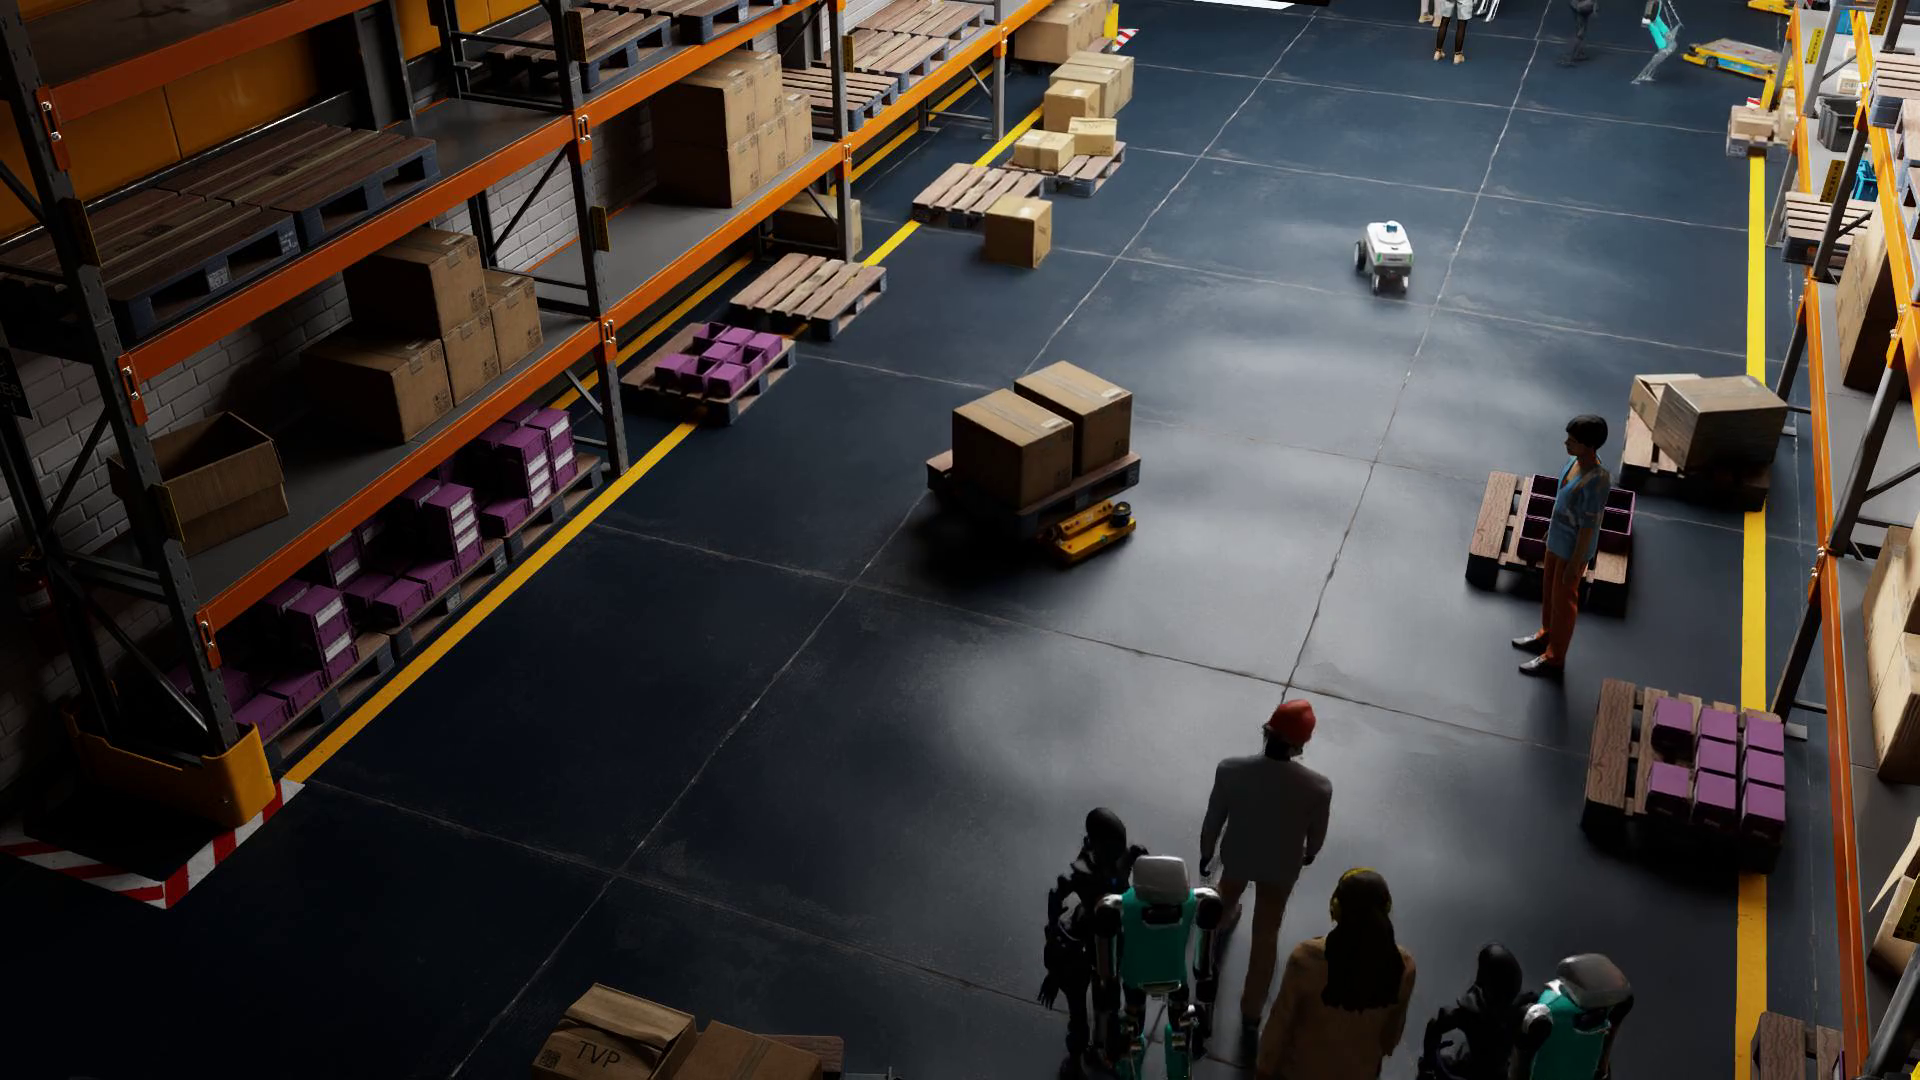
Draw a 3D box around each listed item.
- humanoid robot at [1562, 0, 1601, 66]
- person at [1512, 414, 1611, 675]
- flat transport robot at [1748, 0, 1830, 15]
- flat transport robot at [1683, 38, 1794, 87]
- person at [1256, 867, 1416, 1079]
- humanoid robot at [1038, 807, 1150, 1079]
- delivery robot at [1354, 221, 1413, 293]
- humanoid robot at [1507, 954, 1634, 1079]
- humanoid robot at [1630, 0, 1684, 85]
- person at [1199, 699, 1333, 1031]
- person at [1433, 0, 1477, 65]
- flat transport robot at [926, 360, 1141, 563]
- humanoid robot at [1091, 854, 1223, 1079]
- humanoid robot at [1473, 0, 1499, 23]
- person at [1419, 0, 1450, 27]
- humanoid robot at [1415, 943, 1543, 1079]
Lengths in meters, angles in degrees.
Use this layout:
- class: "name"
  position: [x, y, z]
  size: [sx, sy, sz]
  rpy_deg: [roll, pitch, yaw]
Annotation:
- class: "humanoid robot"
  position: [7.804, -6.793, 20.820]
  size: [0.377, 1.651, 0.601]
  rpy_deg: [-5, 33, -8]
- class: "person"
  position: [3.707, 0.026, 10.182]
  size: [0.339, 1.759, 0.499]
  rpy_deg: [1, 33, 2]
- class: "flat transport robot"
  position: [11.781, -7.678, 23.475]
  size: [1.431, 0.231, 0.659]
  rpy_deg: [-27, 41, -35]
- class: "flat transport robot"
  position: [9.918, -6.006, 20.886]
  size: [0.659, 0.231, 1.431]
  rpy_deg: [-22, 39, -30]
- class: "person"
  position: [1.512, 2.118, 6.857]
  size: [0.590, 1.849, 0.428]
  rpy_deg: [1, 33, 1]
- class: "humanoid robot"
  position: [0.610, 1.831, 7.461]
  size: [0.589, 1.651, 0.320]
  rpy_deg: [-18, 37, -26]
- class: "delivery robot"
  position: [3.978, -2.673, 15.465]
  size: [0.499, 0.595, 0.781]
  rpy_deg: [2, 33, 3]
- class: "humanoid robot"
  position: [2.412, 2.509, 6.381]
  size: [0.594, 1.774, 0.922]
  rpy_deg: [-11, 34, -16]
- class: "humanoid robot"
  position: [8.536, -6.380, 20.108]
  size: [0.665, 1.791, 0.535]
  rpy_deg: [16, 36, 23]
- class: "person"
  position: [1.441, 1.502, 7.962]
  size: [0.571, 1.688, 0.828]
  rpy_deg: [11, 35, 17]
- class: "person"
  position: [6.262, -6.842, 20.867]
  size: [0.532, 1.693, 0.320]
  rpy_deg: [24, 40, 32]
- class: "flat transport robot"
  position: [0.533, -0.308, 12.068]
  size: [0.659, 0.231, 1.431]
  rpy_deg: [-26, 41, -34]
- class: "humanoid robot"
  position: [0.832, 2.169, 6.879]
  size: [0.531, 1.779, 0.751]
  rpy_deg: [-4, 33, -5]
- class: "humanoid robot"
  position: [7.298, -7.960, 22.512]
  size: [0.681, 1.751, 0.544]
  rpy_deg: [-25, 41, -34]
- class: "person"
  position: [6.465, -7.819, 22.301]
  size: [0.311, 1.778, 0.470]
  rpy_deg: [-19, 37, -26]
- class: "humanoid robot"
  position: [2.126, 2.257, 6.815]
  size: [0.609, 1.647, 0.309]
  rpy_deg: [-6, 33, -10]
